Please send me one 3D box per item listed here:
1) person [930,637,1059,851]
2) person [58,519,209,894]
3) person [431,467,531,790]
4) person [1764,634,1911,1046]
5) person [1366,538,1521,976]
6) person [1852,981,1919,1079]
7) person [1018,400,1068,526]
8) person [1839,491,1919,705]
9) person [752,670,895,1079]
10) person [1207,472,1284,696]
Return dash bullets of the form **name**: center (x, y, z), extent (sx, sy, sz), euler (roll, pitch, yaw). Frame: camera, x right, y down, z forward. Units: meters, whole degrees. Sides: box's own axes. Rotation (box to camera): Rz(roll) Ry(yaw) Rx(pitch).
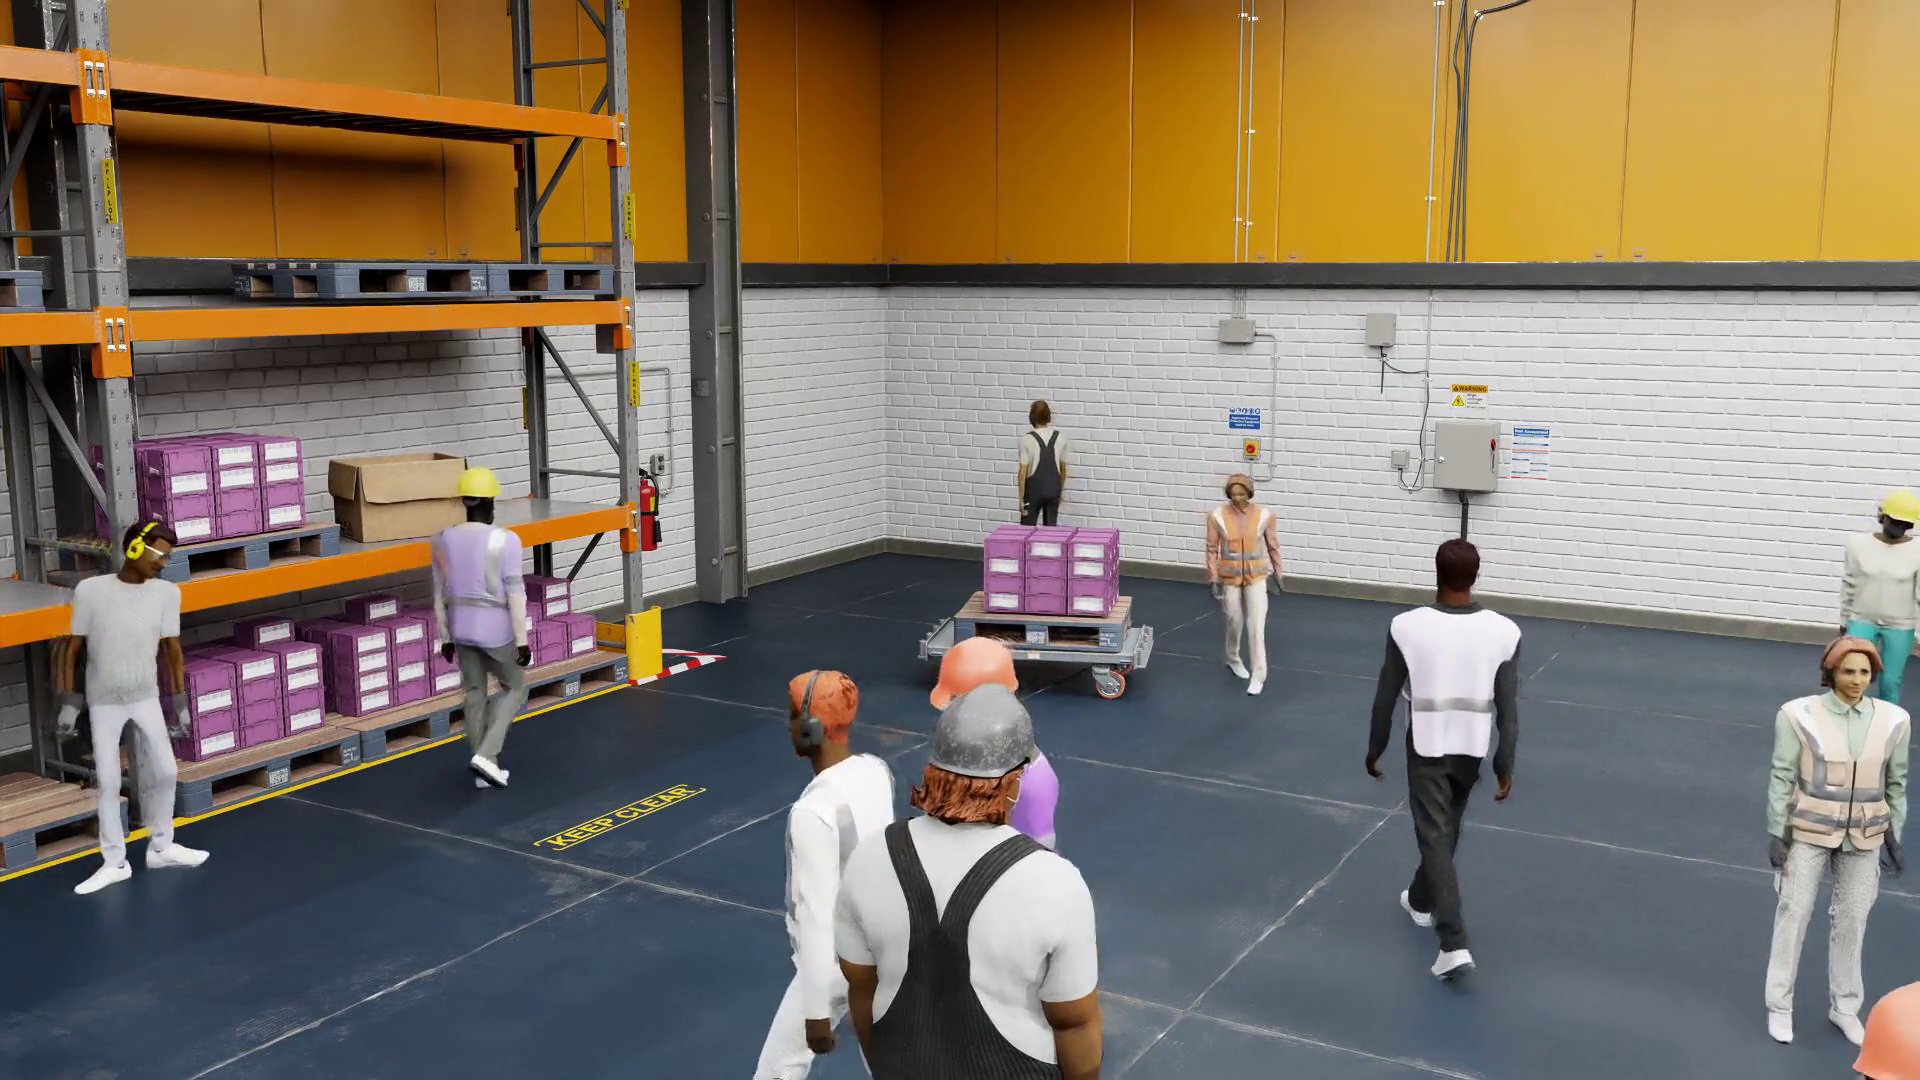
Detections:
- **person**: center (0.090, 1.220, 5.423), extent (0.534, 1.903, 0.576), euler (-8, 12, -39)
- **person**: center (-4.130, 0.816, 8.212), extent (0.656, 1.832, 0.330), euler (-7, 11, -37)
- **person**: center (-2.776, 0.528, 9.696), extent (0.606, 1.916, 0.421), euler (3, 9, 16)
- **person**: center (3.432, 1.176, 6.539), extent (0.519, 1.637, 0.309), euler (1, 9, 6)
- **person**: center (2.167, 0.930, 7.381), extent (0.610, 1.871, 1.028), euler (-1, 9, -4)
- **person**: center (1.502, 1.663, 2.790), extent (0.565, 1.886, 1.023), euler (8, 12, 42)
- **person**: center (0.773, -0.420, 15.877), extent (0.524, 1.836, 0.444), euler (-3, 9, -16)
- **person**: center (5.689, 0.538, 10.237), extent (0.541, 1.723, 0.705), euler (6, 11, 35)
- **person**: center (-0.449, 1.294, 5.212), extent (0.986, 1.822, 0.598), euler (4, 10, 24)
- **person**: center (2.089, 0.284, 12.205), extent (0.569, 1.602, 0.718), euler (1, 9, 6)
